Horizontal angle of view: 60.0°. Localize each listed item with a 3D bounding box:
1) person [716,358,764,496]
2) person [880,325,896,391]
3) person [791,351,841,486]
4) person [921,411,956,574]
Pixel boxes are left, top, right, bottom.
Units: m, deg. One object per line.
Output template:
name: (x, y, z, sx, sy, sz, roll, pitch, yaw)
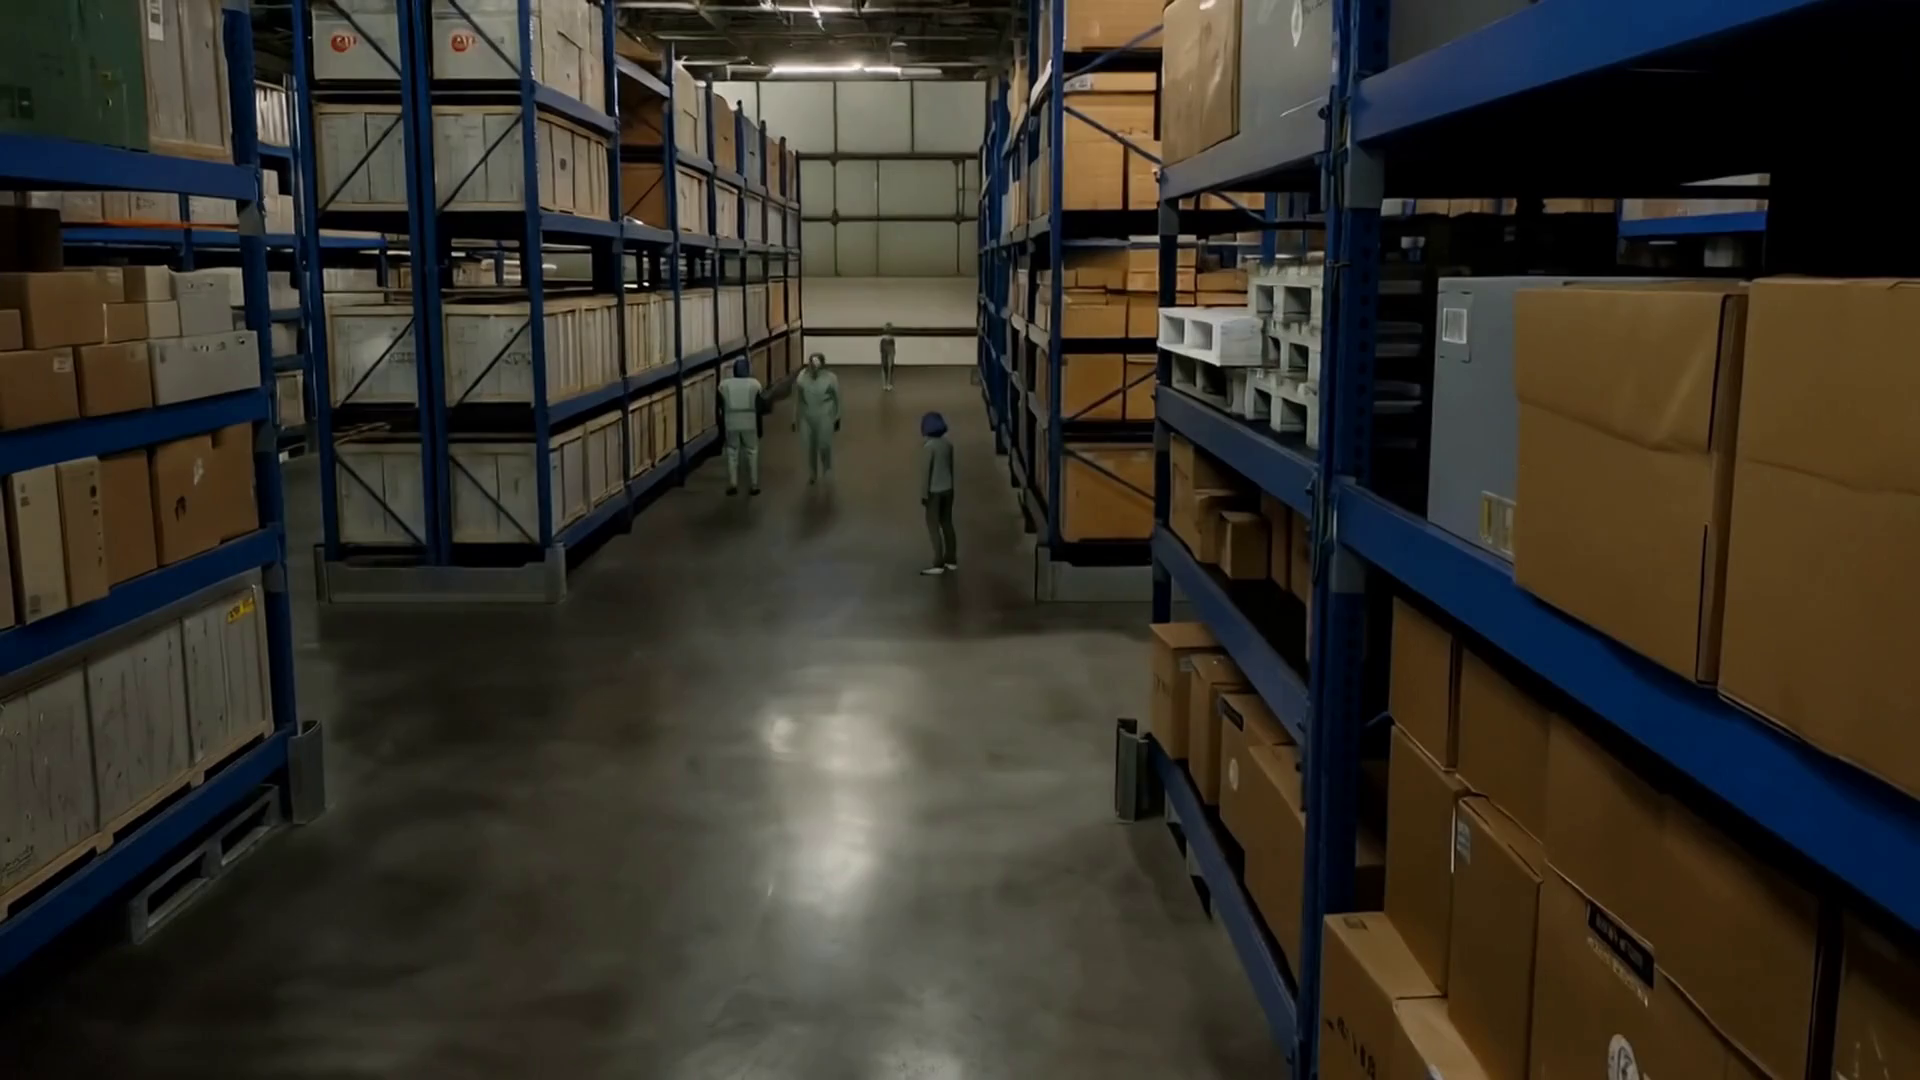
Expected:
person: (-2.937, -1.506, 22.271, 0.626, 1.844, 0.429, -1, 9, -5)
person: (-1.799, -4.524, 41.434, 0.317, 1.630, 0.511, -7, 12, -38)
person: (-2.012, -1.690, 23.264, 0.664, 1.884, 0.563, 1, 9, 7)
person: (-0.225, -0.477, 16.649, 0.317, 1.617, 0.507, 6, 11, 31)
